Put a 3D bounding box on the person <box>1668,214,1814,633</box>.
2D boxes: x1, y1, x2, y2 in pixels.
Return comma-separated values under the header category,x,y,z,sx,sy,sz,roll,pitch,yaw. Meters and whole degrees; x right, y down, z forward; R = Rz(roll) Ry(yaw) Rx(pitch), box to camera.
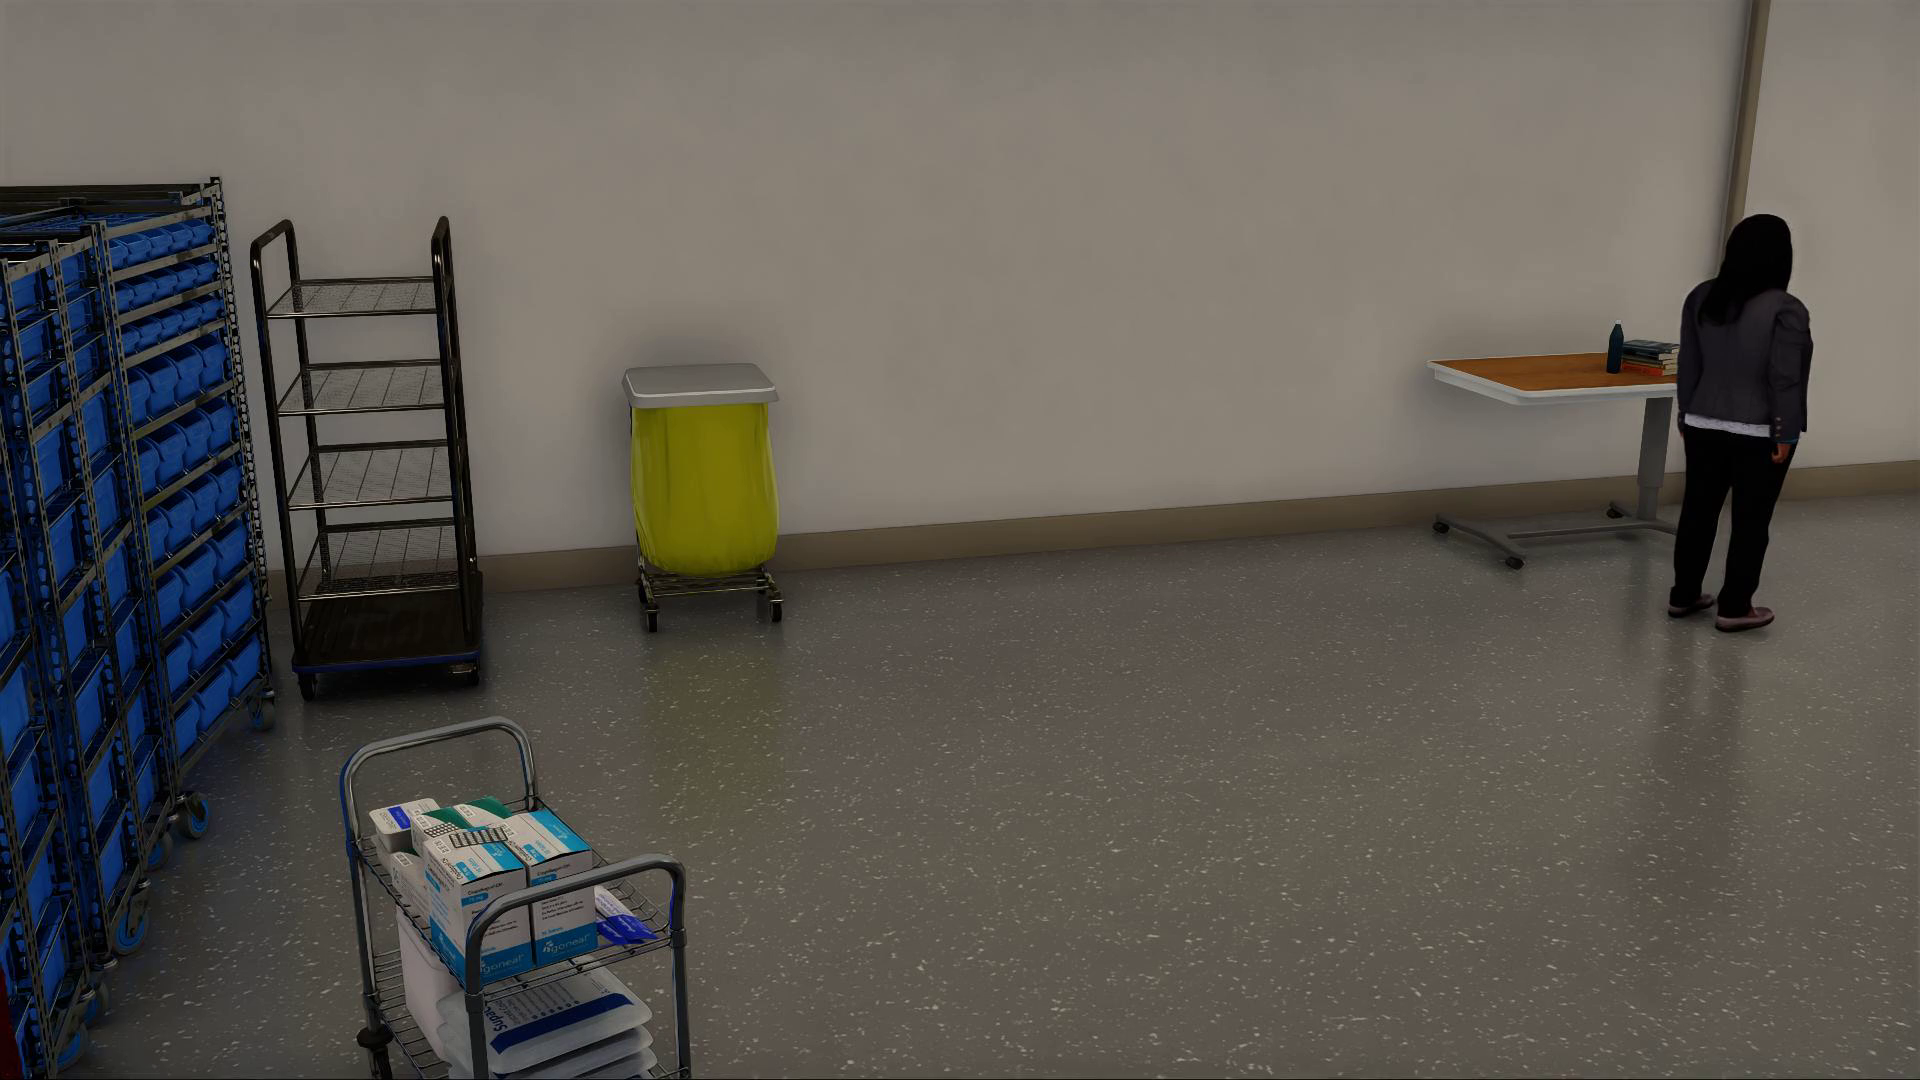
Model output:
category,x,y,z,sx,sy,sz,roll,pitch,yaw
person,2.998,-0.446,6.411,0.747,1.597,0.745,-9,18,-29
